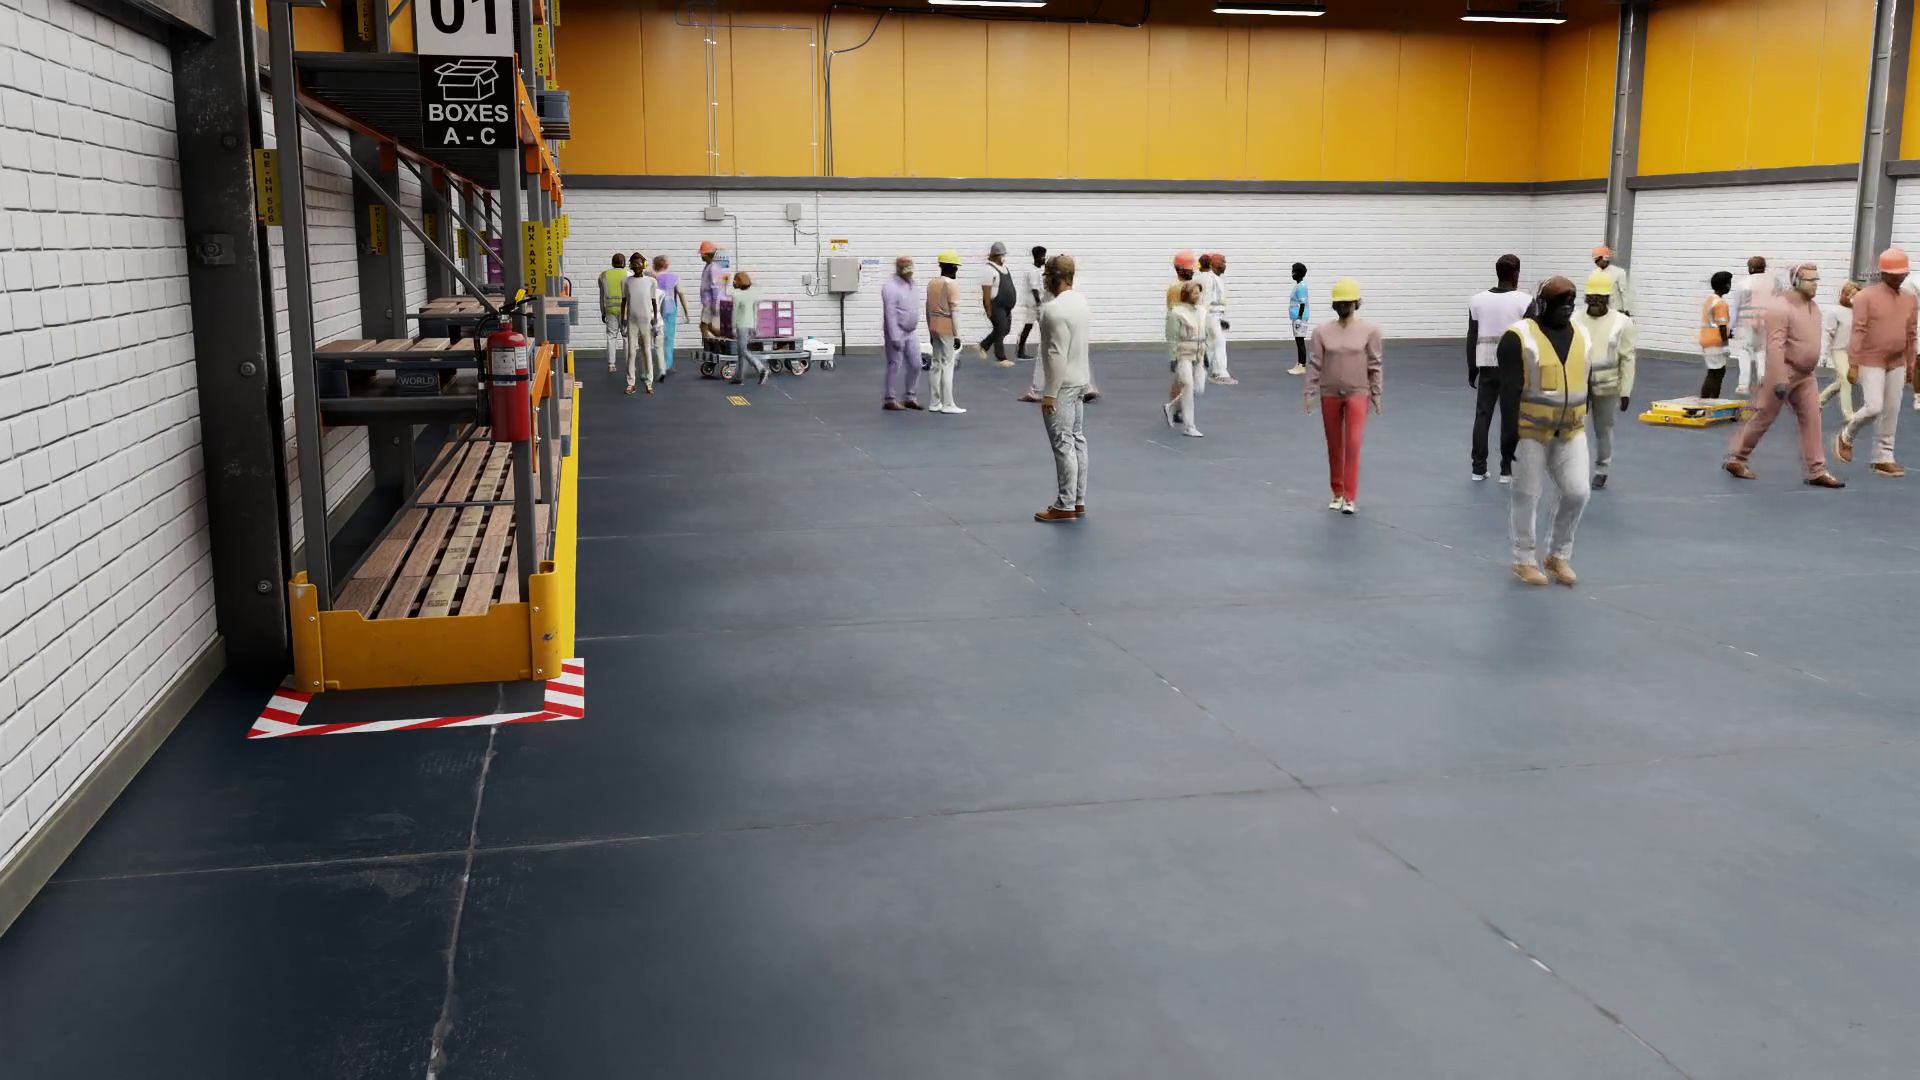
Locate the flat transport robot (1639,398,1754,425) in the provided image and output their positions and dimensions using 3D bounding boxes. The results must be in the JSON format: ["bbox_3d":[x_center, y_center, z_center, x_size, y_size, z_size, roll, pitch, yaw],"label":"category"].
[{"bbox_3d":[8.283,-1.457,18.681,1.431,0.197,0.652,-9,14,-41],"label":"flat transport robot"}]

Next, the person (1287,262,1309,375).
[{"bbox_3d":[5.124,-3.341,25.163,0.317,1.697,0.540,1,10,8],"label":"person"}]

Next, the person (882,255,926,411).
[{"bbox_3d":[-0.709,-2.446,19.764,0.590,1.859,0.675,7,12,34],"label":"person"}]

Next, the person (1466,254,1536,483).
[{"bbox_3d":[4.558,-1.440,14.024,0.597,1.918,0.379,9,14,42],"label":"person"}]

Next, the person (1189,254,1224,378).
[{"bbox_3d":[3.574,-3.272,24.457,0.688,1.837,0.497,-3,11,-15],"label":"person"}]

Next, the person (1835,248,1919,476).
[{"bbox_3d":[7.963,-1.534,14.402,0.678,1.967,0.567,-2,10,-9],"label":"person"}]

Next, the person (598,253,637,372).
[{"bbox_3d":[-5.257,-3.509,25.728,0.625,1.839,0.429,0,10,1],"label":"person"}]

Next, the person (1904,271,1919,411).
[{"bbox_3d":[11.577,-2.550,19.871,0.635,2.024,0.488,4,11,20],"label":"person"}]

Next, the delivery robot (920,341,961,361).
[{"bbox_3d":[-0.332,-3.006,26.218,0.707,0.478,0.477,1,10,4],"label":"delivery robot"}]

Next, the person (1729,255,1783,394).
[{"bbox_3d":[10.461,-2.828,21.940,0.657,1.830,0.430,1,10,3],"label":"person"}]

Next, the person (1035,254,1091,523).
[{"bbox_3d":[0.749,-1.091,12.038,0.354,1.936,0.635,4,11,22],"label":"person"}]

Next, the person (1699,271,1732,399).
[{"bbox_3d":[8.735,-2.241,19.101,0.442,1.681,0.555,2,10,11],"label":"person"}]

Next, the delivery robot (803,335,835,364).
[{"bbox_3d":[-2.313,-2.944,25.878,0.707,0.478,0.477,-5,11,-27],"label":"delivery robot"}]

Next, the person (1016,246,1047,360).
[{"bbox_3d":[1.401,-3.989,28.127,0.968,1.918,0.629,2,10,13],"label":"person"}]

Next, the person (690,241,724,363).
[{"bbox_3d":[-4.128,-3.966,27.743,0.764,2.023,0.652,-3,11,-14],"label":"person"}]

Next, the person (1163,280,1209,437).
[{"bbox_3d":[2.353,-1.900,17.376,0.523,1.622,0.588,-8,13,-39],"label":"person"}]

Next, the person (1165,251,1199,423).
[{"bbox_3d":[2.500,-2.259,18.651,0.356,1.914,0.681,3,11,17],"label":"person"}]

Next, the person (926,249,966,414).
[{"bbox_3d":[-0.169,-2.453,19.621,0.382,1.923,0.591,-7,12,-34],"label":"person"}]

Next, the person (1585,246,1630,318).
[{"bbox_3d":[9.860,-3.499,25.360,0.542,1.944,0.657,-7,12,-34],"label":"person"}]

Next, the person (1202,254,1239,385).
[{"bbox_3d":[3.662,-3.141,23.714,0.699,1.840,0.615,4,11,21],"label":"person"}]

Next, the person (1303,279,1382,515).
[{"bbox_3d":[2.822,-1.050,12.343,0.553,1.732,0.818,4,11,22],"label":"person"}]

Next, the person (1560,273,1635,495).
[{"bbox_3d":[5.096,-1.245,13.339,0.603,1.780,0.985,6,12,32],"label":"person"}]

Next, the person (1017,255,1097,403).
[{"bbox_3d":[1.247,-2.626,20.780,0.998,1.863,0.649,5,12,28],"label":"person"}]

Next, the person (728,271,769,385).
[{"bbox_3d":[-2.976,-2.959,23.302,0.713,1.613,0.505,6,12,29],"label":"person"}]

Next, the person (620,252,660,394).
[{"bbox_3d":[-4.264,-2.879,22.130,0.521,1.874,0.328,-1,10,-7],"label":"person"}]

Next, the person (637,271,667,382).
[{"bbox_3d":[-4.447,-3.081,24.001,0.514,1.593,0.875,-4,11,-23],"label":"person"}]

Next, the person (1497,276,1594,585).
[{"bbox_3d":[3.452,-0.625,9.774,0.630,1.826,0.500,-1,10,-8],"label":"person"}]

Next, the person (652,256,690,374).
[{"bbox_3d":[-4.525,-3.460,25.605,0.668,1.787,0.962,0,10,-1],"label":"person"}]

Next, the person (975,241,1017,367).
[{"bbox_3d":[0.569,-3.828,26.917,0.704,2.000,0.691,5,11,25],"label":"person"}]

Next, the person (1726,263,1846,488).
[{"bbox_3d":[6.939,-1.388,13.941,0.661,1.859,0.999,-6,12,-28],"label":"person"}]

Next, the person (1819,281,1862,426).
[{"bbox_3d":[9.696,-2.049,18.322,0.512,1.597,0.738,-2,11,-14],"label":"person"}]
